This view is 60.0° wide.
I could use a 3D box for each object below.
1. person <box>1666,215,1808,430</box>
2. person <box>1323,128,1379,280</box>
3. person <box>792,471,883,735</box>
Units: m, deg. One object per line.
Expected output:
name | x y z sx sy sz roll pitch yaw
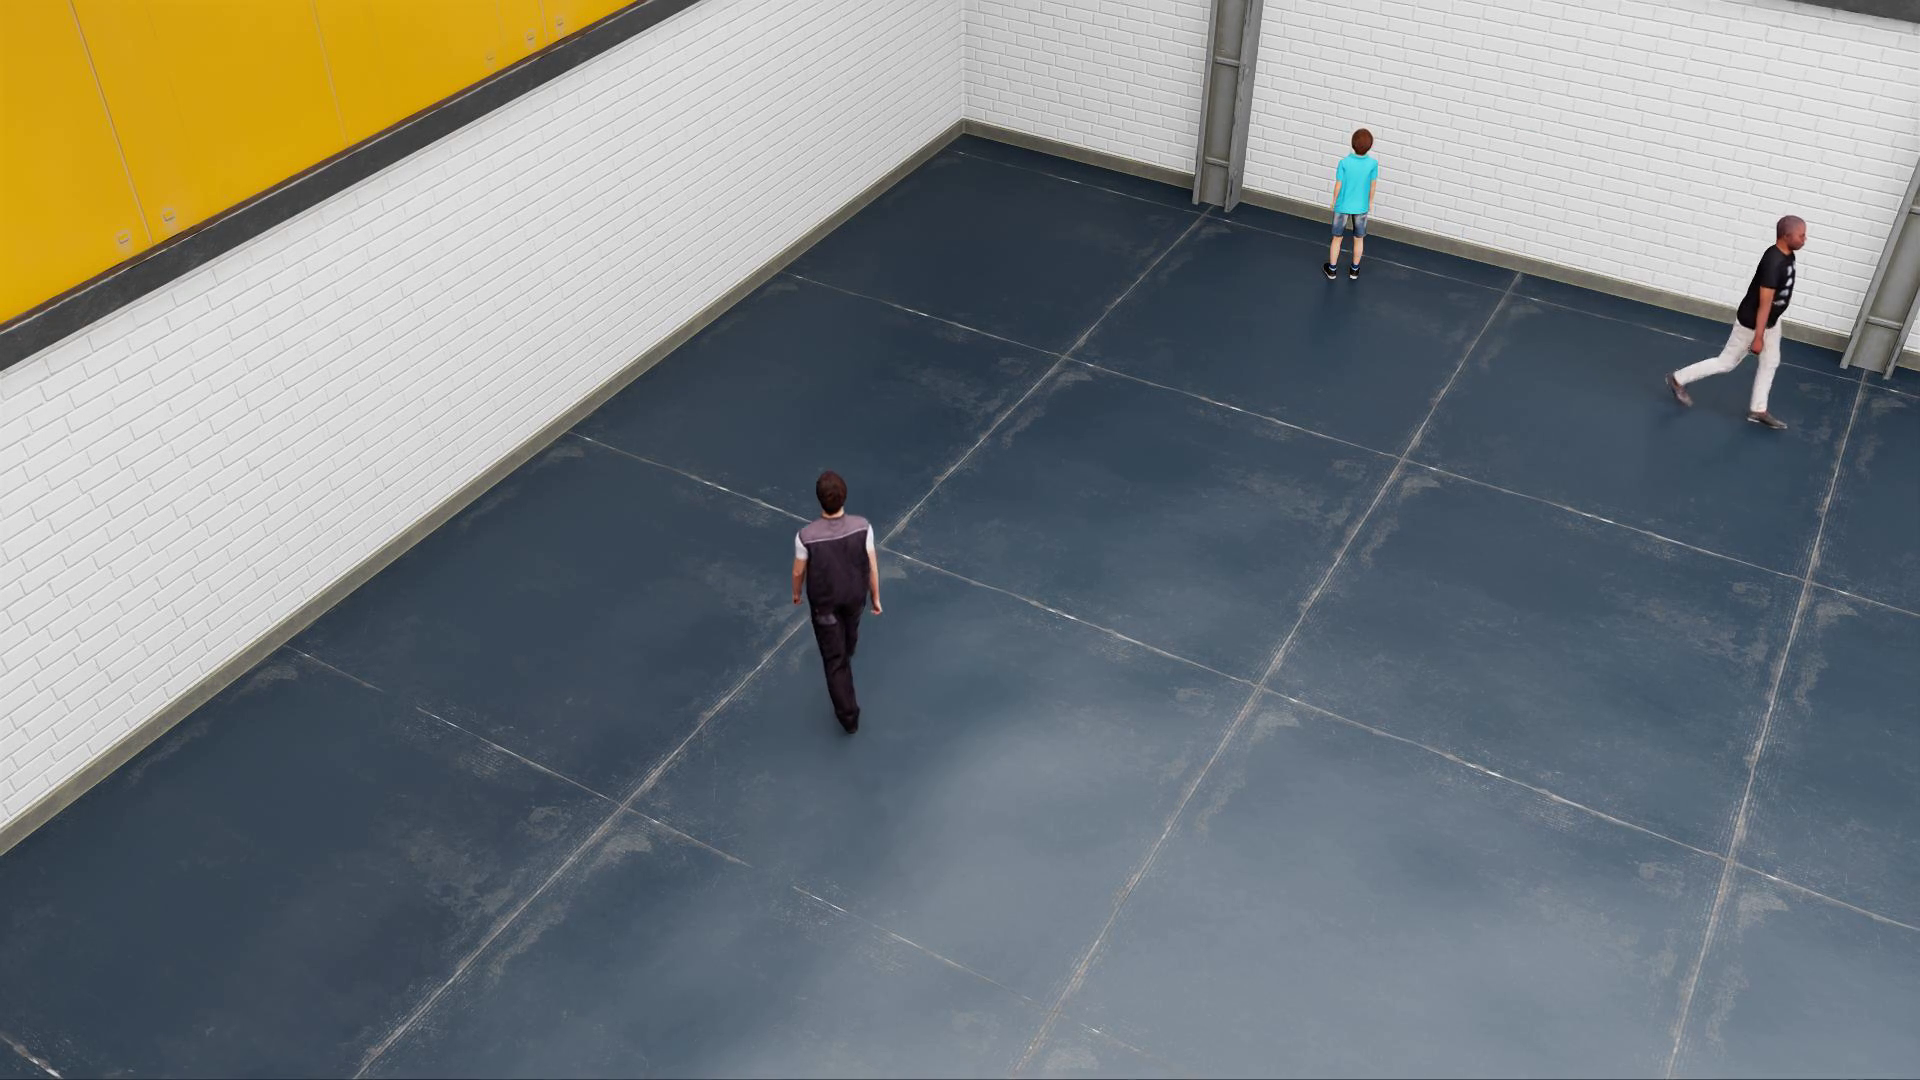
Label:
person | 6.170 -1.725 13.070 1.233 1.773 0.774 26 45 29
person | 3.533 -3.029 14.963 0.556 1.448 0.656 2 39 2
person | -0.742 0.433 10.338 1.148 1.809 1.226 -11 40 -13
